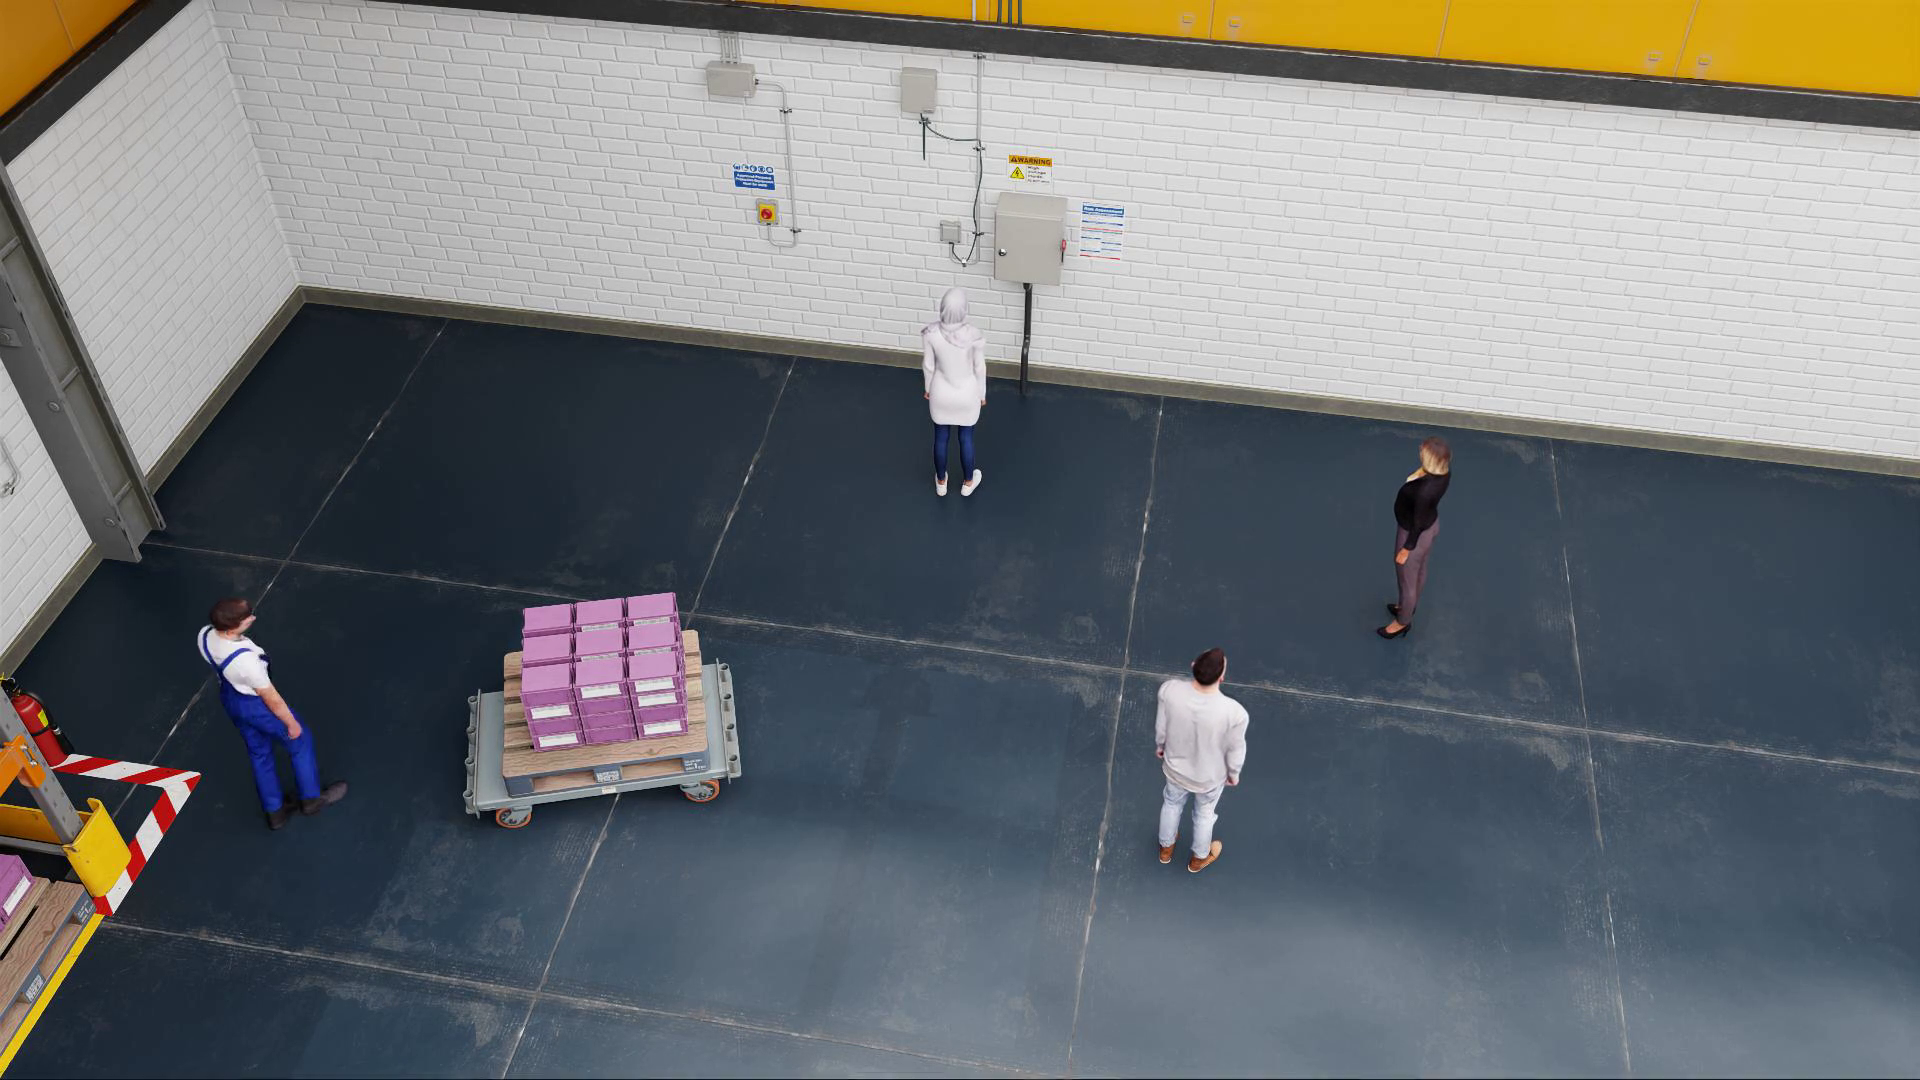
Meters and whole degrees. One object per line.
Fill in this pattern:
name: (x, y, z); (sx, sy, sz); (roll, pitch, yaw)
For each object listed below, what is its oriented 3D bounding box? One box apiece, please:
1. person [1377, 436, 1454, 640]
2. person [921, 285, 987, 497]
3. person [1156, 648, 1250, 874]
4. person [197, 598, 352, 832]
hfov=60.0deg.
person: (2.982, -0.008, 10.818); (0.717, 1.670, 0.583); (23, 48, 22)
person: (-0.040, -1.036, 11.820); (0.603, 1.776, 0.512); (6, 44, 6)
person: (1.338, 1.241, 9.383); (0.743, 1.841, 0.675); (19, 47, 19)
person: (-4.076, 0.973, 9.679); (0.759, 1.821, 0.819); (11, 45, 11)
